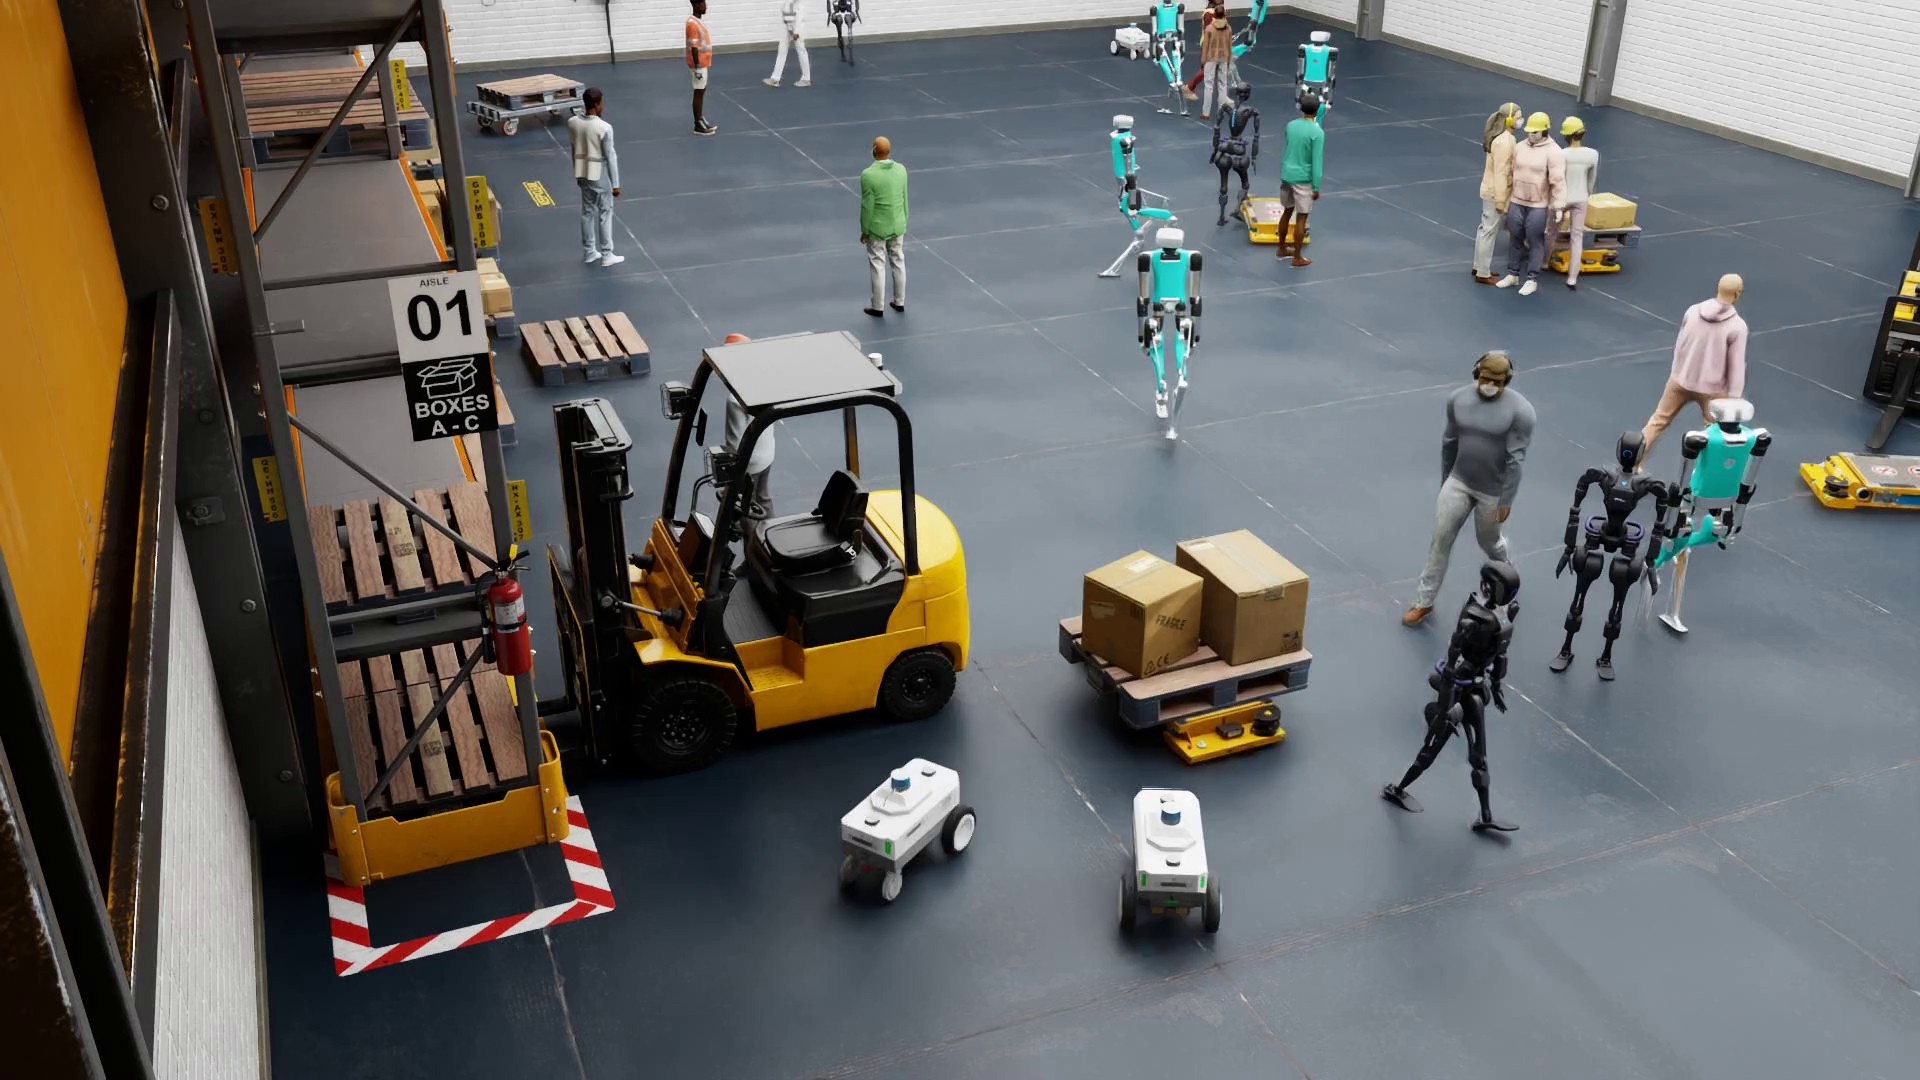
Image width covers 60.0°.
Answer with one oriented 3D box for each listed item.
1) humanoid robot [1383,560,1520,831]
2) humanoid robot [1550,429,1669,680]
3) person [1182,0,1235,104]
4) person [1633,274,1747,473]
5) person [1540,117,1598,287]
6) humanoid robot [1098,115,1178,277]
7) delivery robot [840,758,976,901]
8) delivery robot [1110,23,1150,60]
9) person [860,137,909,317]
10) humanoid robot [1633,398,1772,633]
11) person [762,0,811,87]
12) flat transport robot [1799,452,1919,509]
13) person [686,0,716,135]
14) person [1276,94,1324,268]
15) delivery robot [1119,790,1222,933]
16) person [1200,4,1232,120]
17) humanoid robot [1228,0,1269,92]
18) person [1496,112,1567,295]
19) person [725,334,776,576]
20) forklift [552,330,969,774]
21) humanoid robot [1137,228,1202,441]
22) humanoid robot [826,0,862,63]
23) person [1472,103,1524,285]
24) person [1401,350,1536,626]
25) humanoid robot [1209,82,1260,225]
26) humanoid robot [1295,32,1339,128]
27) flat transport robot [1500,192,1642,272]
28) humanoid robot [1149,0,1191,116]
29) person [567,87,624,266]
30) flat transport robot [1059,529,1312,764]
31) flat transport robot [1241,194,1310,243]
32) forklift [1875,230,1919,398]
[{"bbox_3d":[2.690,0.815,8.850,0.590,1.617,0.755,-22,34,-36],"label":"humanoid robot"},{"bbox_3d":[4.006,0.088,10.228,0.599,1.657,0.315,12,29,22],"label":"humanoid robot"},{"bbox_3d":[3.818,-7.527,25.329,0.724,1.745,0.494,24,35,39],"label":"person"},{"bbox_3d":[5.649,-1.176,12.702,0.521,1.739,0.761,-23,35,-38],"label":"person"},{"bbox_3d":[6.381,-3.569,17.475,0.534,1.709,0.896,1,27,3],"label":"person"},{"bbox_3d":[2.005,-3.606,17.602,1.053,1.775,0.546,-4,27,-8],"label":"humanoid robot"},{"bbox_3d":[-0.300,1.465,8.740,0.499,0.581,0.768,16,31,29],"label":"delivery robot"},{"bbox_3d":[2.992,-8.680,28.950,0.499,0.610,0.804,-11,29,-21],"label":"delivery robot"},{"bbox_3d":[-0.751,-3.094,16.457,0.545,1.783,0.384,-18,32,-31],"label":"person"},{"bbox_3d":[4.673,-0.124,10.692,0.537,1.854,0.770,-2,27,-3],"label":"humanoid robot"},{"bbox_3d":[-2.759,-8.095,26.329,0.859,1.847,0.607,-20,33,-34],"label":"person"},{"bbox_3d":[7.339,-0.424,12.830,1.431,0.231,0.659,4,27,7],"label":"flat transport robot"},{"bbox_3d":[-3.677,-6.749,23.524,0.362,1.963,0.612,0,27,-1],"label":"person"},{"bbox_3d":[3.656,-3.869,17.944,0.469,1.836,0.569,-22,34,-36],"label":"person"},{"bbox_3d":[1.060,1.624,8.453,0.499,0.608,0.790,1,27,3],"label":"delivery robot"},{"bbox_3d":[3.757,-6.988,24.355,0.455,1.641,0.323,-6,27,-12],"label":"person"},{"bbox_3d":[4.392,-7.847,25.929,0.790,1.735,0.546,7,28,14],"label":"humanoid robot"},{"bbox_3d":[5.890,-3.485,17.158,0.434,1.855,0.818,-21,34,-36],"label":"person"},{"bbox_3d":[-1.469,-0.589,11.521,0.345,1.740,0.573,9,28,17],"label":"person"},{"bbox_3d":[-1.094,0.010,9.831,2.313,2.155,1.214,-10,28,-20],"label":"forklift"},{"bbox_3d":[1.704,-1.613,13.597,0.552,1.744,1.047,2,27,4],"label":"humanoid robot"},{"bbox_3d":[-1.962,-8.918,28.174,0.590,1.630,0.666,-2,27,-5],"label":"humanoid robot"},{"bbox_3d":[5.607,-3.630,17.423,0.406,1.877,0.555,5,27,10],"label":"person"},{"bbox_3d":[3.413,-0.372,10.911,0.625,1.899,0.942,23,35,38],"label":"person"},{"bbox_3d":[3.185,-4.507,19.388,0.610,1.649,0.334,16,31,29],"label":"humanoid robot"},{"bbox_3d":[4.745,-5.905,22.098,0.538,1.722,1.014,11,29,21],"label":"humanoid robot"},{"bbox_3d":[6.725,-3.267,18.485,0.659,0.231,1.431,-2,27,-4],"label":"flat transport robot"},{"bbox_3d":[3.150,-7.133,24.533,0.590,1.770,0.878,-5,27,-10],"label":"humanoid robot"},{"bbox_3d":[-3.925,-3.902,17.932,0.594,1.907,0.407,14,30,26],"label":"person"},{"bbox_3d":[1.344,0.878,10.241,0.659,0.231,1.431,-11,29,-21],"label":"flat transport robot"},{"bbox_3d":[3.680,-3.749,19.444,0.659,0.231,1.431,2,27,3],"label":"flat transport robot"},{"bbox_3d":[9.029,-2.397,14.618,1.214,2.155,2.313,18,32,32],"label":"forklift"}]
